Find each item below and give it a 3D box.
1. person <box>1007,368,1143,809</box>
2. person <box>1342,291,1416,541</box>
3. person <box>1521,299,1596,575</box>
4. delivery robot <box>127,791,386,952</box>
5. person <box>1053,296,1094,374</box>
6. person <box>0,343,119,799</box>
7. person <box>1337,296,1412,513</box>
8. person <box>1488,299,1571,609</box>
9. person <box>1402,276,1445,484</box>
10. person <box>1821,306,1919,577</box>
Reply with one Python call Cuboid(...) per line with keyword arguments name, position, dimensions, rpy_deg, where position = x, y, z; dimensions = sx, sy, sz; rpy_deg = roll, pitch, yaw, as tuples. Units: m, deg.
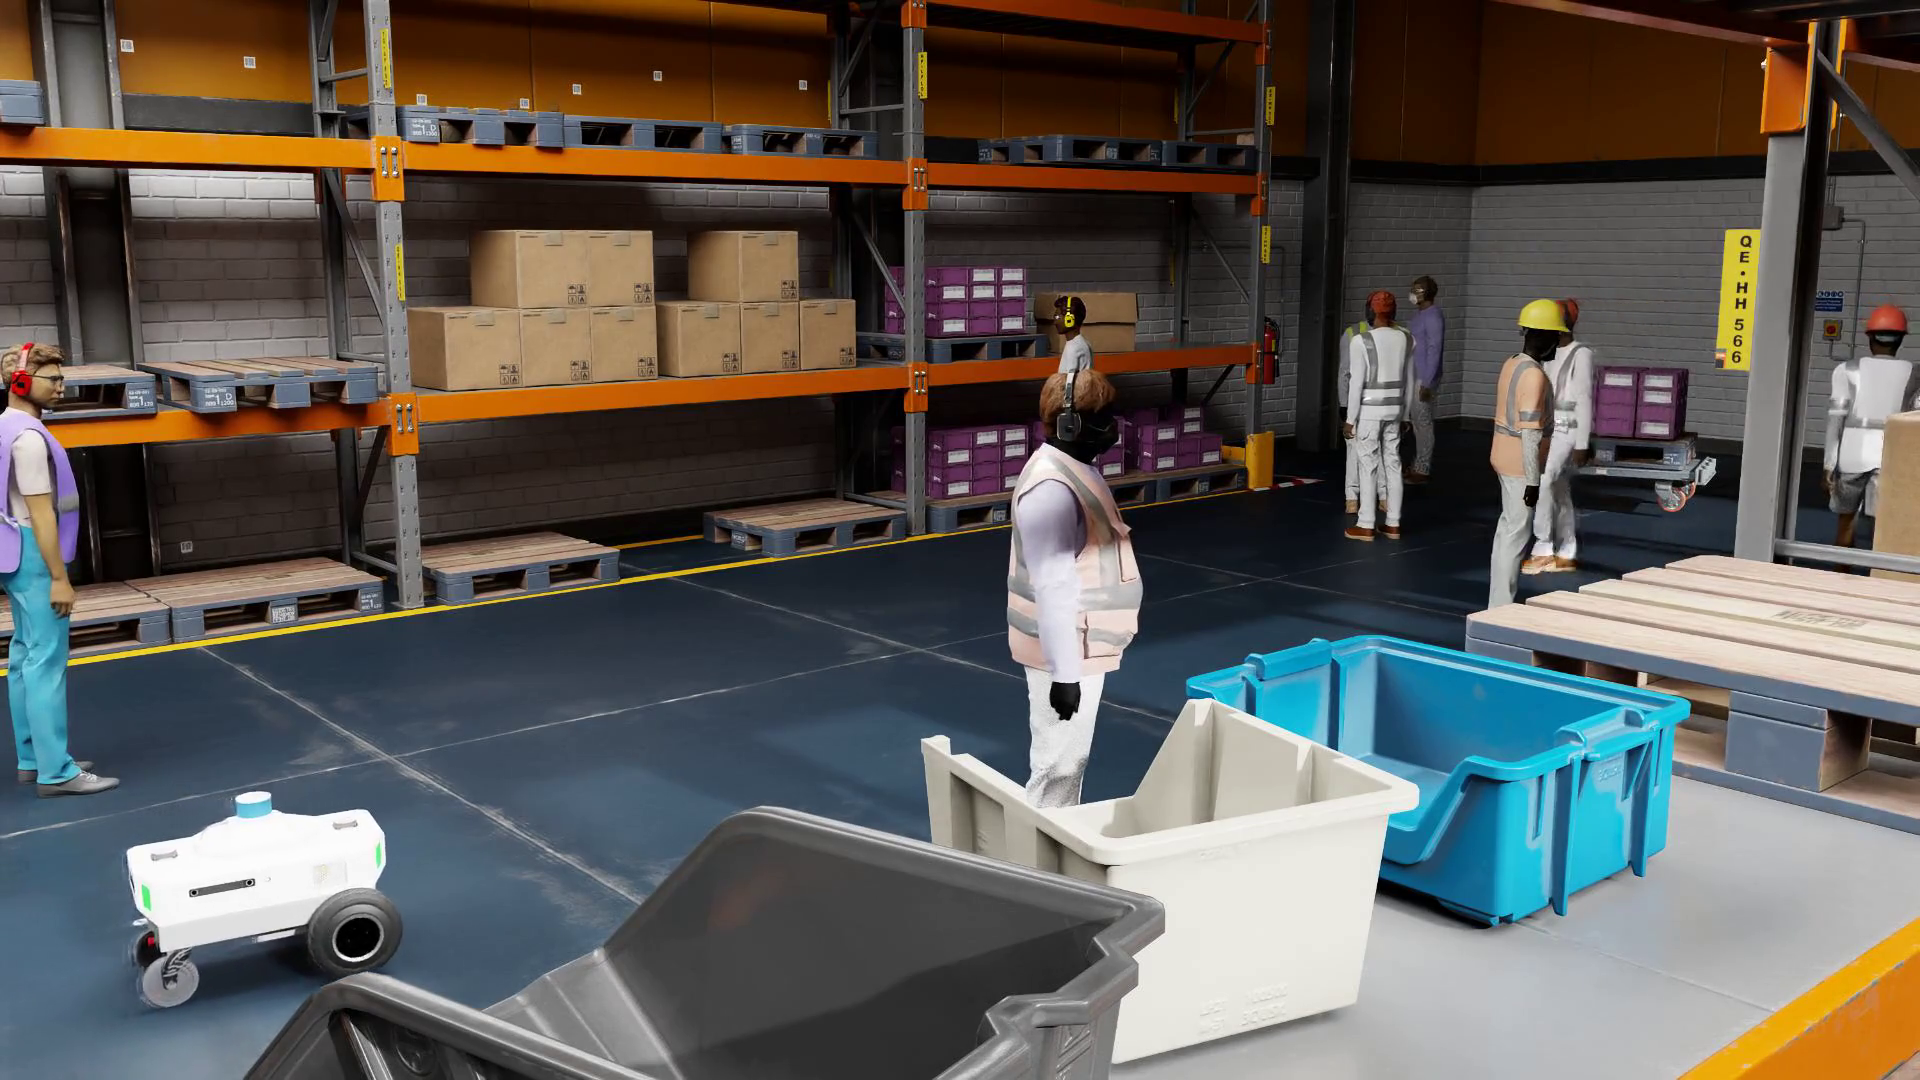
Cuboid(name="person", position=(0.371, 0.370, 5.377), dimensions=(0.429, 1.845, 0.621), rpy_deg=(1, 10, 8))
Cuboid(name="person", position=(3.145, -0.930, 12.573), dimensions=(0.590, 1.883, 0.396), rpy_deg=(-4, 11, -22))
Cuboid(name="person", position=(3.952, -0.685, 11.222), dimensions=(0.655, 1.860, 0.599), rpy_deg=(0, 10, -2))
Cuboid(name="delivery robot", position=(-2.151, 1.016, 5.098), dimensions=(0.707, 0.478, 0.477), rpy_deg=(-6, 12, -30))
Cuboid(name="person", position=(0.817, -0.832, 12.077), dimensions=(0.328, 1.861, 0.501), rpy_deg=(2, 10, 11))
Cuboid(name="person", position=(-3.754, 0.127, 6.742), dimensions=(0.391, 1.838, 0.563), rpy_deg=(-9, 13, -40))
Cuboid(name="person", position=(3.447, -1.135, 13.793), dimensions=(0.633, 1.846, 0.429), rpy_deg=(0, 10, -2))
Cuboid(name="person", position=(3.298, -0.433, 9.677), dimensions=(0.395, 1.919, 0.582), rpy_deg=(1, 10, 7))
Cuboid(name="person", position=(4.305, -1.477, 15.510), dimensions=(0.496, 1.937, 0.644), rpy_deg=(0, 10, 0))
Cuboid(name="person", position=(5.530, -0.470, 10.057), dimensions=(0.564, 1.862, 0.960), rpy_deg=(5, 11, 25))
